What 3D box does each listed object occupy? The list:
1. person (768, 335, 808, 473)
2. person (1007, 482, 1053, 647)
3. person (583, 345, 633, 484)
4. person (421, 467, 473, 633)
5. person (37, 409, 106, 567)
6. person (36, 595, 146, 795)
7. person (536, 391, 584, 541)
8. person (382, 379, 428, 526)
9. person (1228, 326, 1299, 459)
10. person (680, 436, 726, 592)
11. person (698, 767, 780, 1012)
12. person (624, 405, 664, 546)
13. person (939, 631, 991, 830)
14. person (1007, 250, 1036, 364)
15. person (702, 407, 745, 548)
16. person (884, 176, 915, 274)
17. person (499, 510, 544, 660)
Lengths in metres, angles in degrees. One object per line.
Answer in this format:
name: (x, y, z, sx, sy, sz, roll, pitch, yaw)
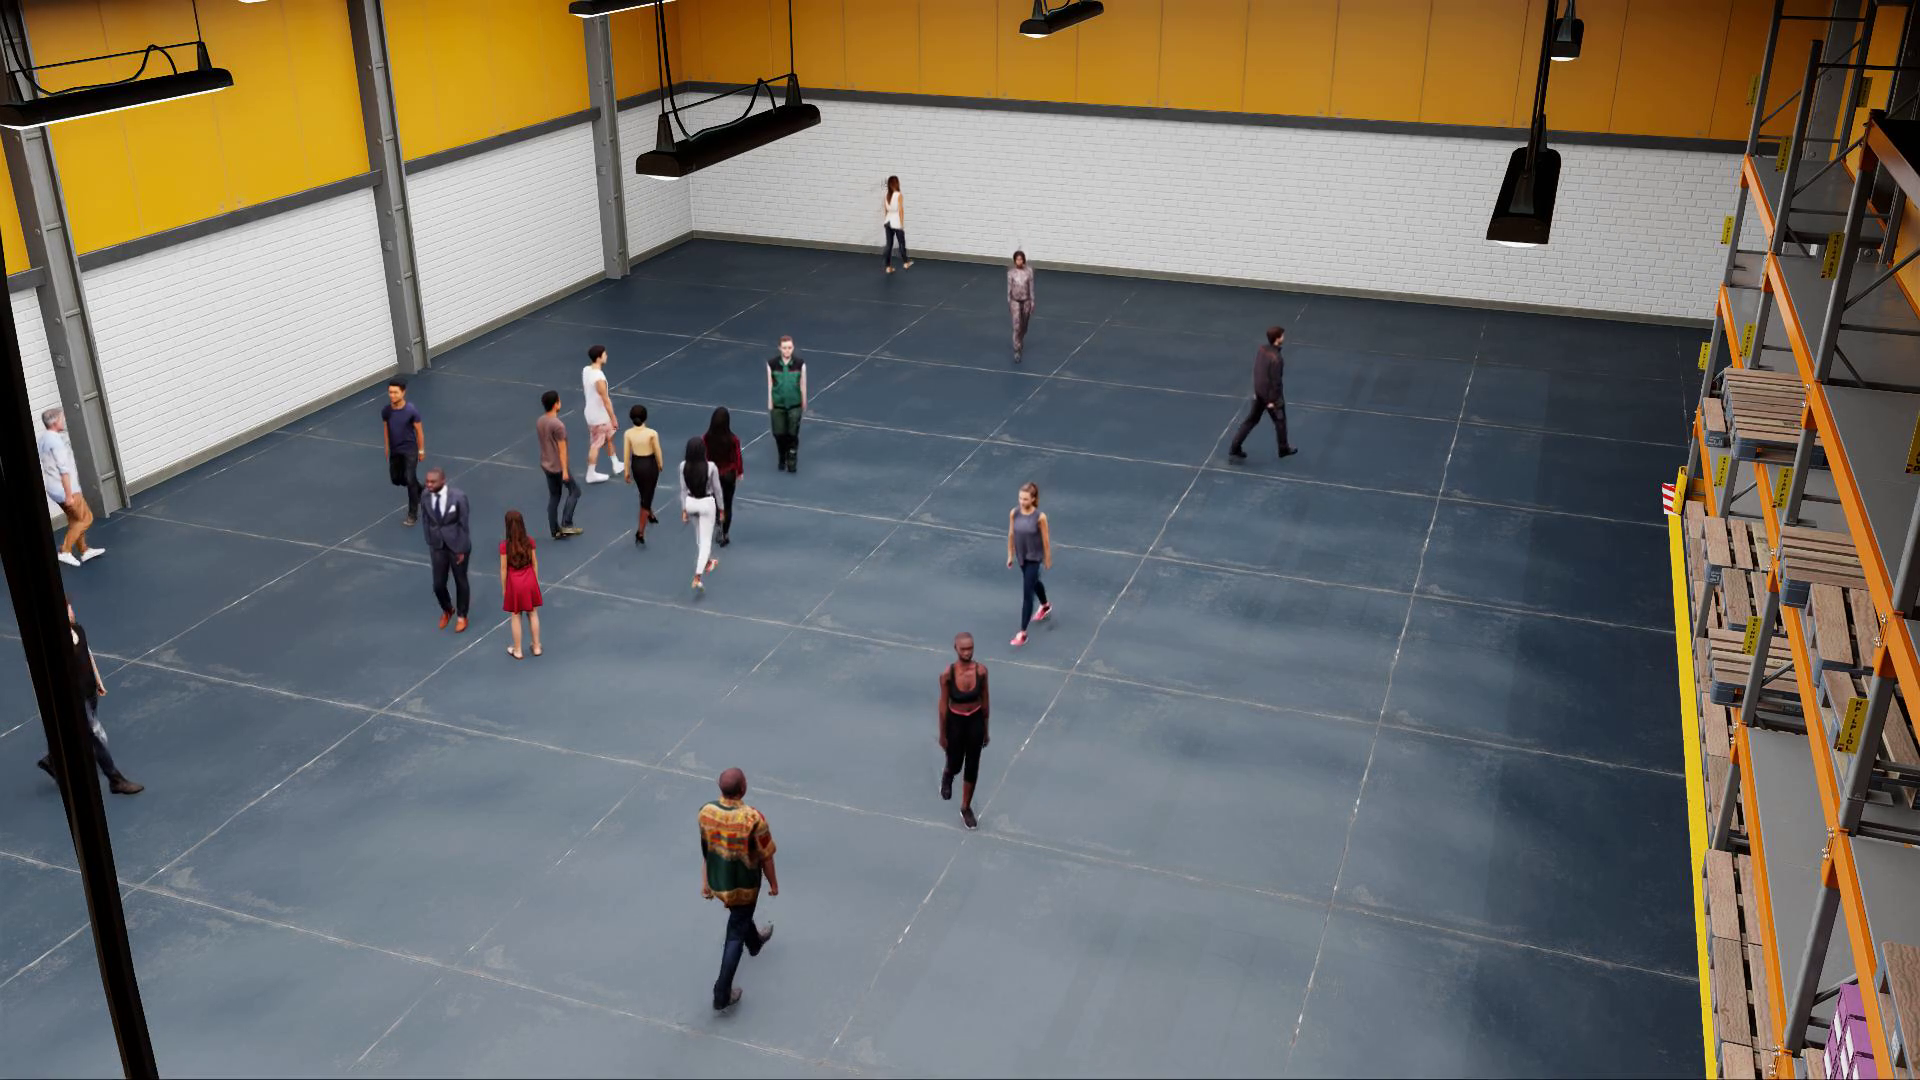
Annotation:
person: (-2.218, -1.760, 21.280, 0.776, 1.827, 0.801, -3, 24, -7)
person: (0.749, 0.186, 17.025, 0.746, 1.669, 1.198, 15, 28, 31)
person: (-4.637, -1.555, 20.895, 1.047, 1.760, 0.968, -13, 27, -27)
person: (-5.235, 0.052, 17.158, 0.772, 1.807, 0.762, 2, 24, 5)
person: (-9.985, -0.566, 18.565, 0.877, 1.812, 0.964, 16, 28, 33)
person: (-7.590, 1.334, 14.150, 0.981, 1.867, 1.207, 1, 24, 3)
person: (-4.755, -0.827, 19.230, 0.749, 1.759, 0.749, 21, 31, 40)
person: (-6.578, -1.091, 19.805, 0.721, 1.782, 0.927, 5, 24, 11)
person: (3.895, -1.861, 21.555, 1.278, 1.792, 1.212, -11, 26, -23)
person: (-2.831, -0.269, 18.041, 0.733, 1.688, 1.211, 5, 24, 11)
person: (-1.608, 2.471, 11.686, 0.718, 1.758, 1.198, 9, 25, 21)
person: (-3.655, -0.716, 19.160, 0.623, 1.610, 1.003, 5, 24, 11)
person: (0.022, 1.522, 13.871, 0.837, 1.746, 0.933, -7, 24, -15)
person: (0.945, -3.644, 25.772, 0.877, 1.680, 1.200, -1, 24, -3)
person: (-2.729, -0.691, 19.060, 0.715, 1.647, 0.776, 0, 24, 0)
person: (-1.269, -5.763, 30.518, 0.767, 1.762, 0.994, 15, 28, 30)
person: (-4.383, 0.437, 16.597, 0.684, 1.551, 0.747, -15, 28, -31)
